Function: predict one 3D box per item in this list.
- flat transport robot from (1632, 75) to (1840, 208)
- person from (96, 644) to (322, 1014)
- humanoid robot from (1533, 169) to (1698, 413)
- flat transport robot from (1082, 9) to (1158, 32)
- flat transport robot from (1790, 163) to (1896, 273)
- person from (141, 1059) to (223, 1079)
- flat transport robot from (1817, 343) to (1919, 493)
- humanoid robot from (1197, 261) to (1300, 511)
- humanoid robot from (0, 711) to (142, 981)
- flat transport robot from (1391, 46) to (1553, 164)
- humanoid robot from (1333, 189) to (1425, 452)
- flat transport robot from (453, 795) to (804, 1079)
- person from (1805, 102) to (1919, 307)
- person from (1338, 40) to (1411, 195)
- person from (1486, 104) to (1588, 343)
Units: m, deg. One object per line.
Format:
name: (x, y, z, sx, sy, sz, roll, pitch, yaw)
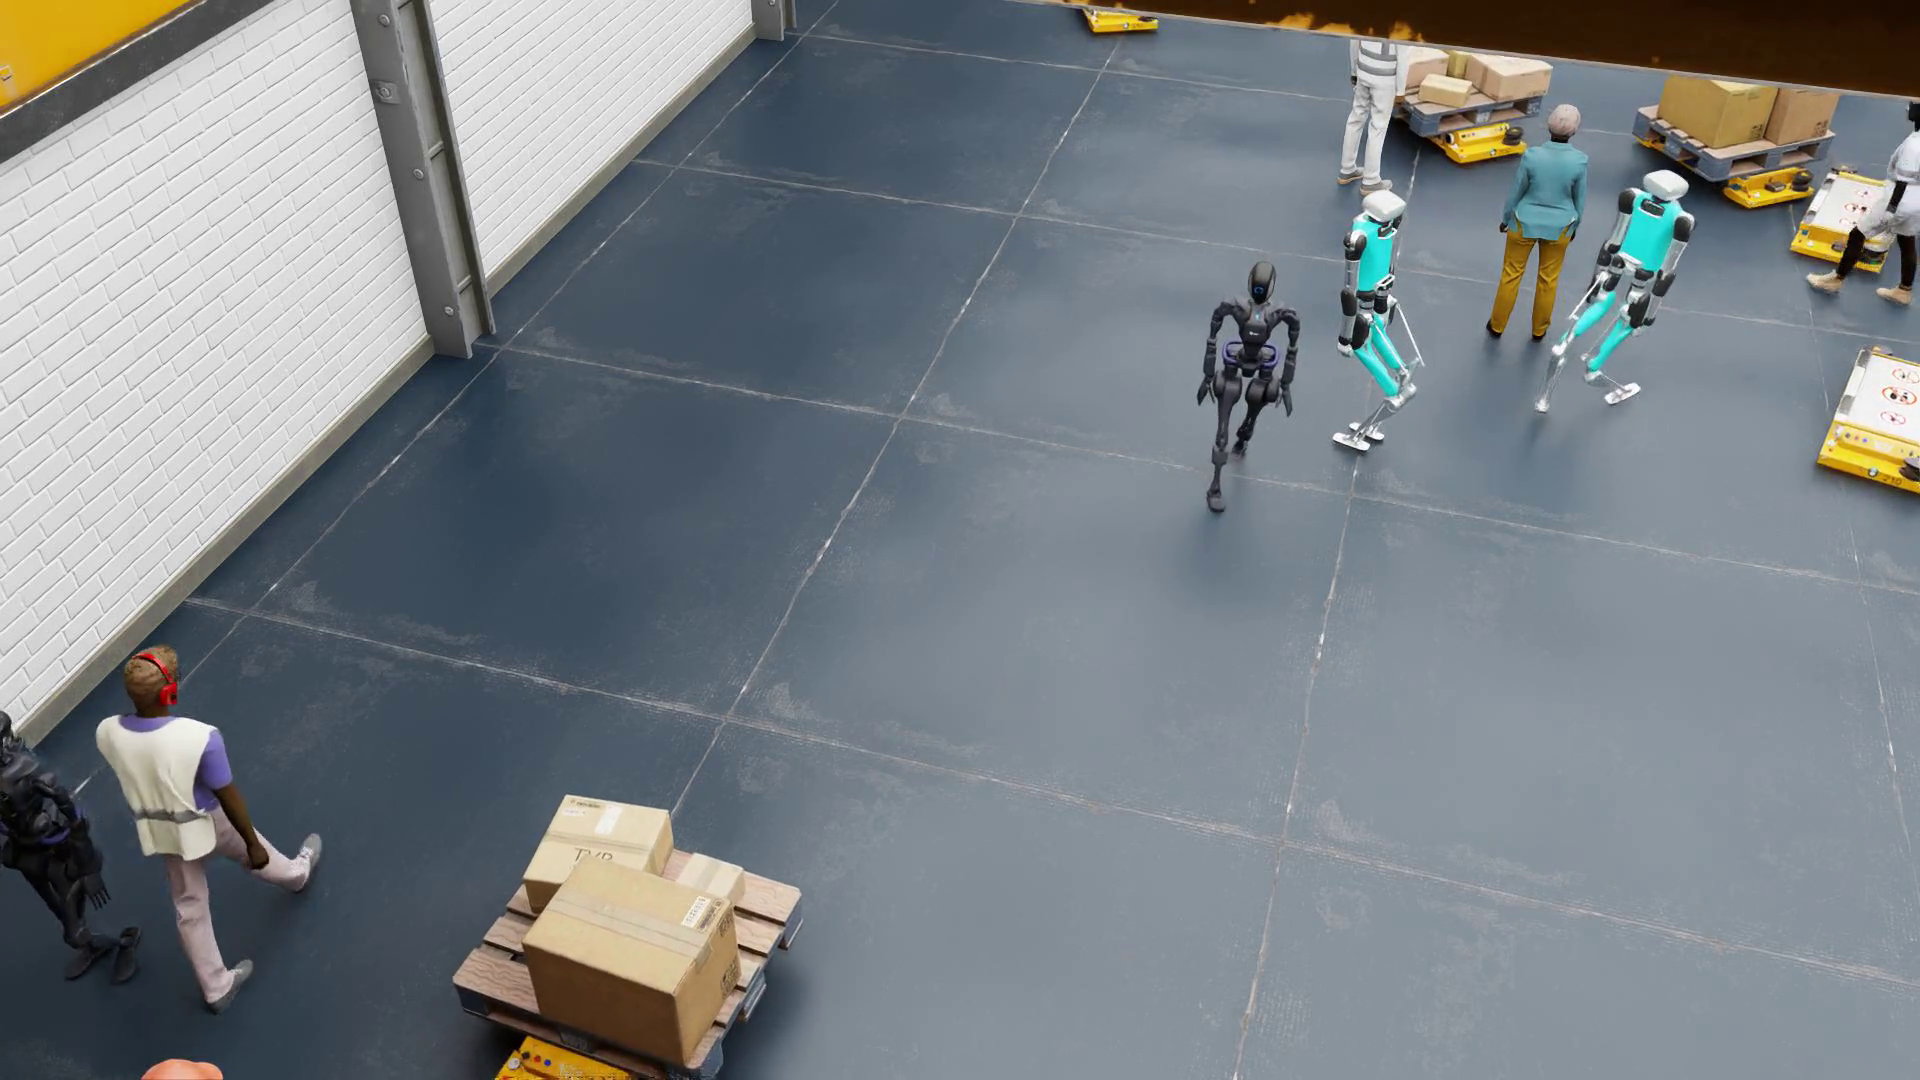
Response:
flat transport robot: (6.431, -3.223, 14.014, 0.659, 0.231, 1.431, -14, 41, -16)
person: (-3.290, 1.190, 7.314, 0.634, 1.778, 0.981, 4, 39, 5)
humanoid robot: (4.131, -1.472, 10.701, 1.072, 1.755, 0.537, -23, 44, -26)
flat transport robot: (1.523, -5.511, 16.859, 0.659, 0.231, 1.431, -5, 39, -7)
flat transport robot: (7.104, -2.563, 13.192, 0.659, 0.231, 1.431, 23, 44, 25)
person: (-2.456, 2.399, 5.690, 0.550, 1.936, 0.355, 3, 39, 4)
flat transport robot: (6.190, -0.825, 11.031, 0.659, 0.231, 1.431, 22, 44, 25)
humanoid robot: (1.758, -1.004, 10.176, 0.589, 1.634, 0.751, 6, 39, 7)
humanoid robot: (-3.975, 1.351, 7.198, 0.587, 1.645, 0.342, 8, 40, 10)
flat transport robot: (4.279, -3.735, 14.651, 0.659, 0.231, 1.431, -14, 41, -16)
humanoid robot: (2.691, -1.310, 10.420, 0.689, 1.749, 0.530, 29, 47, 31)
flat transport robot: (-1.457, 2.001, 7.515, 0.659, 0.231, 1.431, 14, 41, 17)
person: (6.693, -2.469, 11.966, 0.806, 1.660, 0.570, 31, 48, 33)
person: (3.349, -3.690, 13.307, 0.345, 1.881, 0.583, -23, 44, -25)
person: (4.020, -2.178, 11.528, 0.522, 1.755, 0.342, 8, 40, 10)
